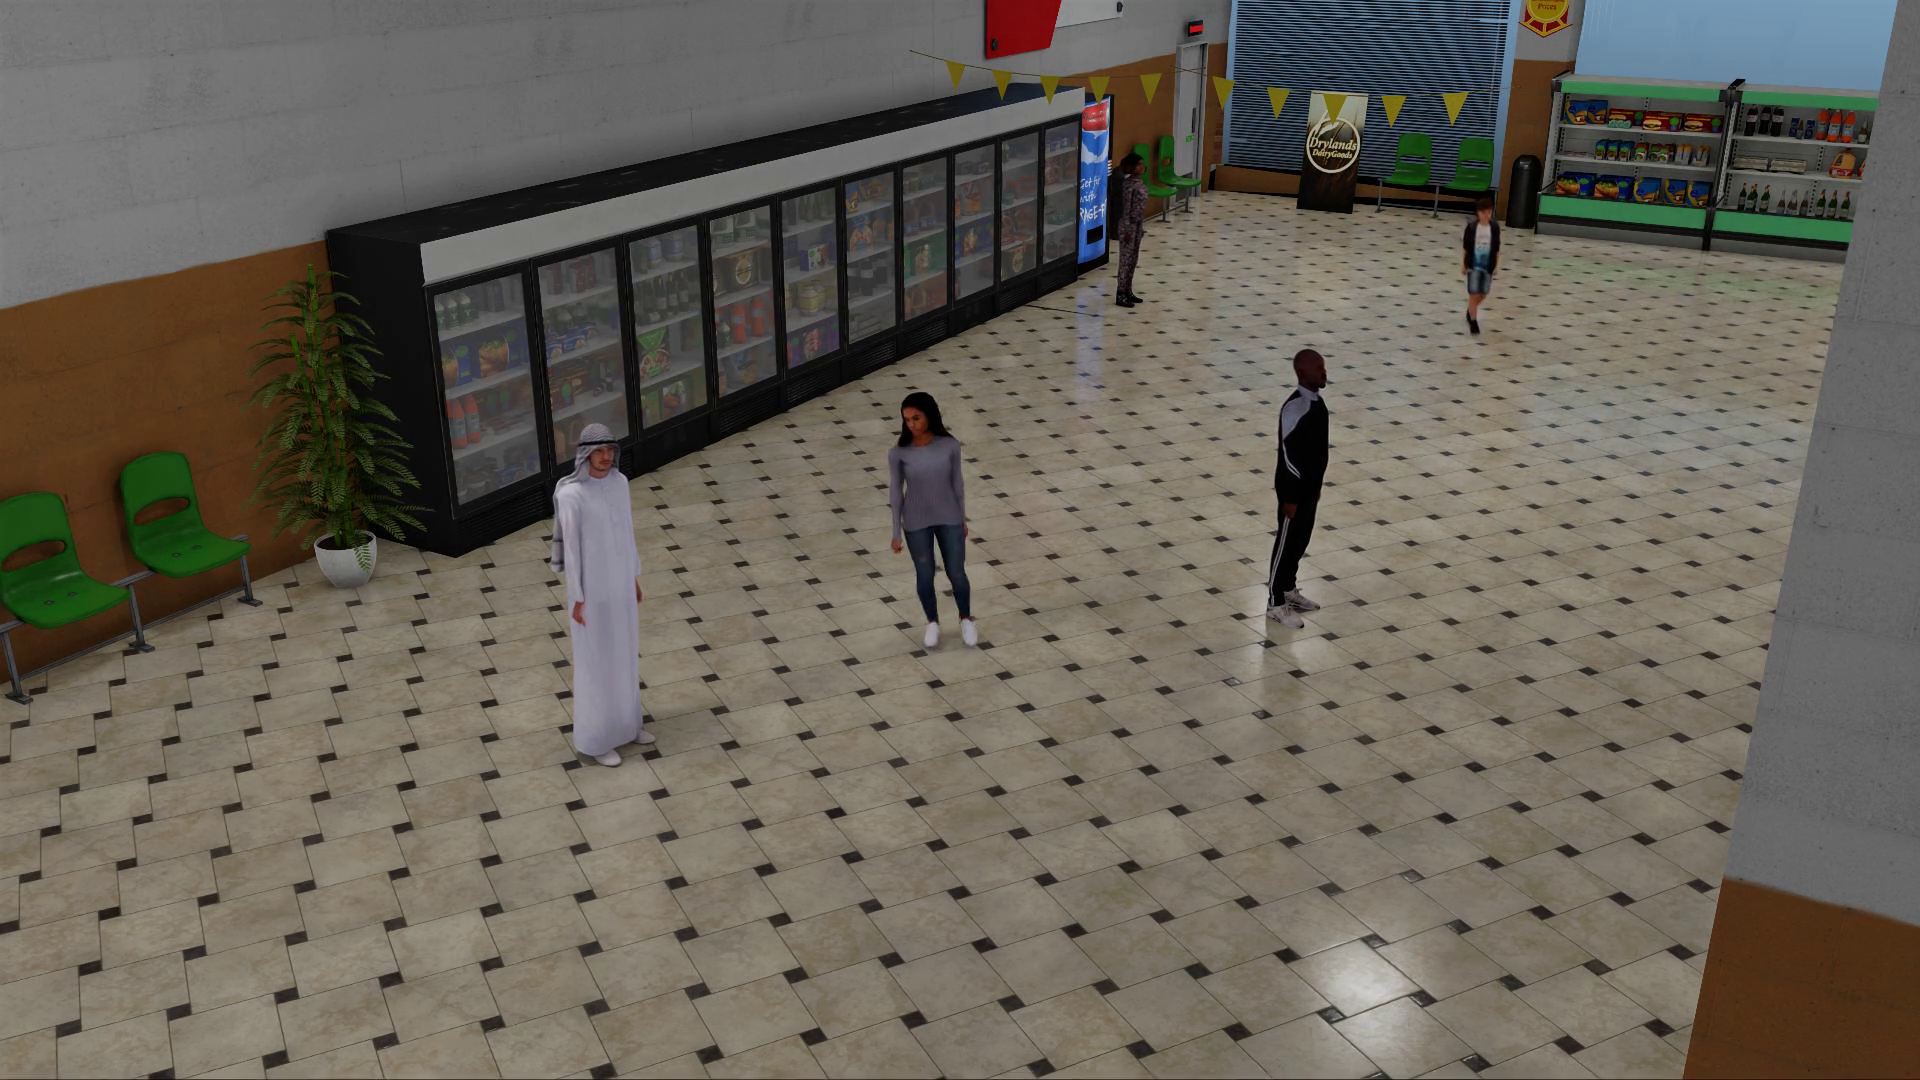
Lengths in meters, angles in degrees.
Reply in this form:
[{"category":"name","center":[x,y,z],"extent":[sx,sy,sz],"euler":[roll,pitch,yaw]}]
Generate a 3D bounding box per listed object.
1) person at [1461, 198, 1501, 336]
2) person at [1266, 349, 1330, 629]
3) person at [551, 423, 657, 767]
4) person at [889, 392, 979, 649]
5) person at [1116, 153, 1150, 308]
[{"category":"person","center":[5.571,-2.945,17.836],"extent":[0.936,1.424,0.871],"euler":[1,22,1]},{"category":"person","center":[2.210,-0.369,10.885],"extent":[0.537,1.827,0.648],"euler":[13,25,29]},{"category":"person","center":[-1.967,0.275,9.147],"extent":[0.621,1.926,0.685],"euler":[13,25,29]},{"category":"person","center":[-0.163,-0.117,10.419],"extent":[0.773,1.706,0.866],"euler":[-8,23,-19]},{"category":"person","center":[1.946,-3.528,18.898],"extent":[0.550,1.713,0.564],"euler":[13,25,29]}]
